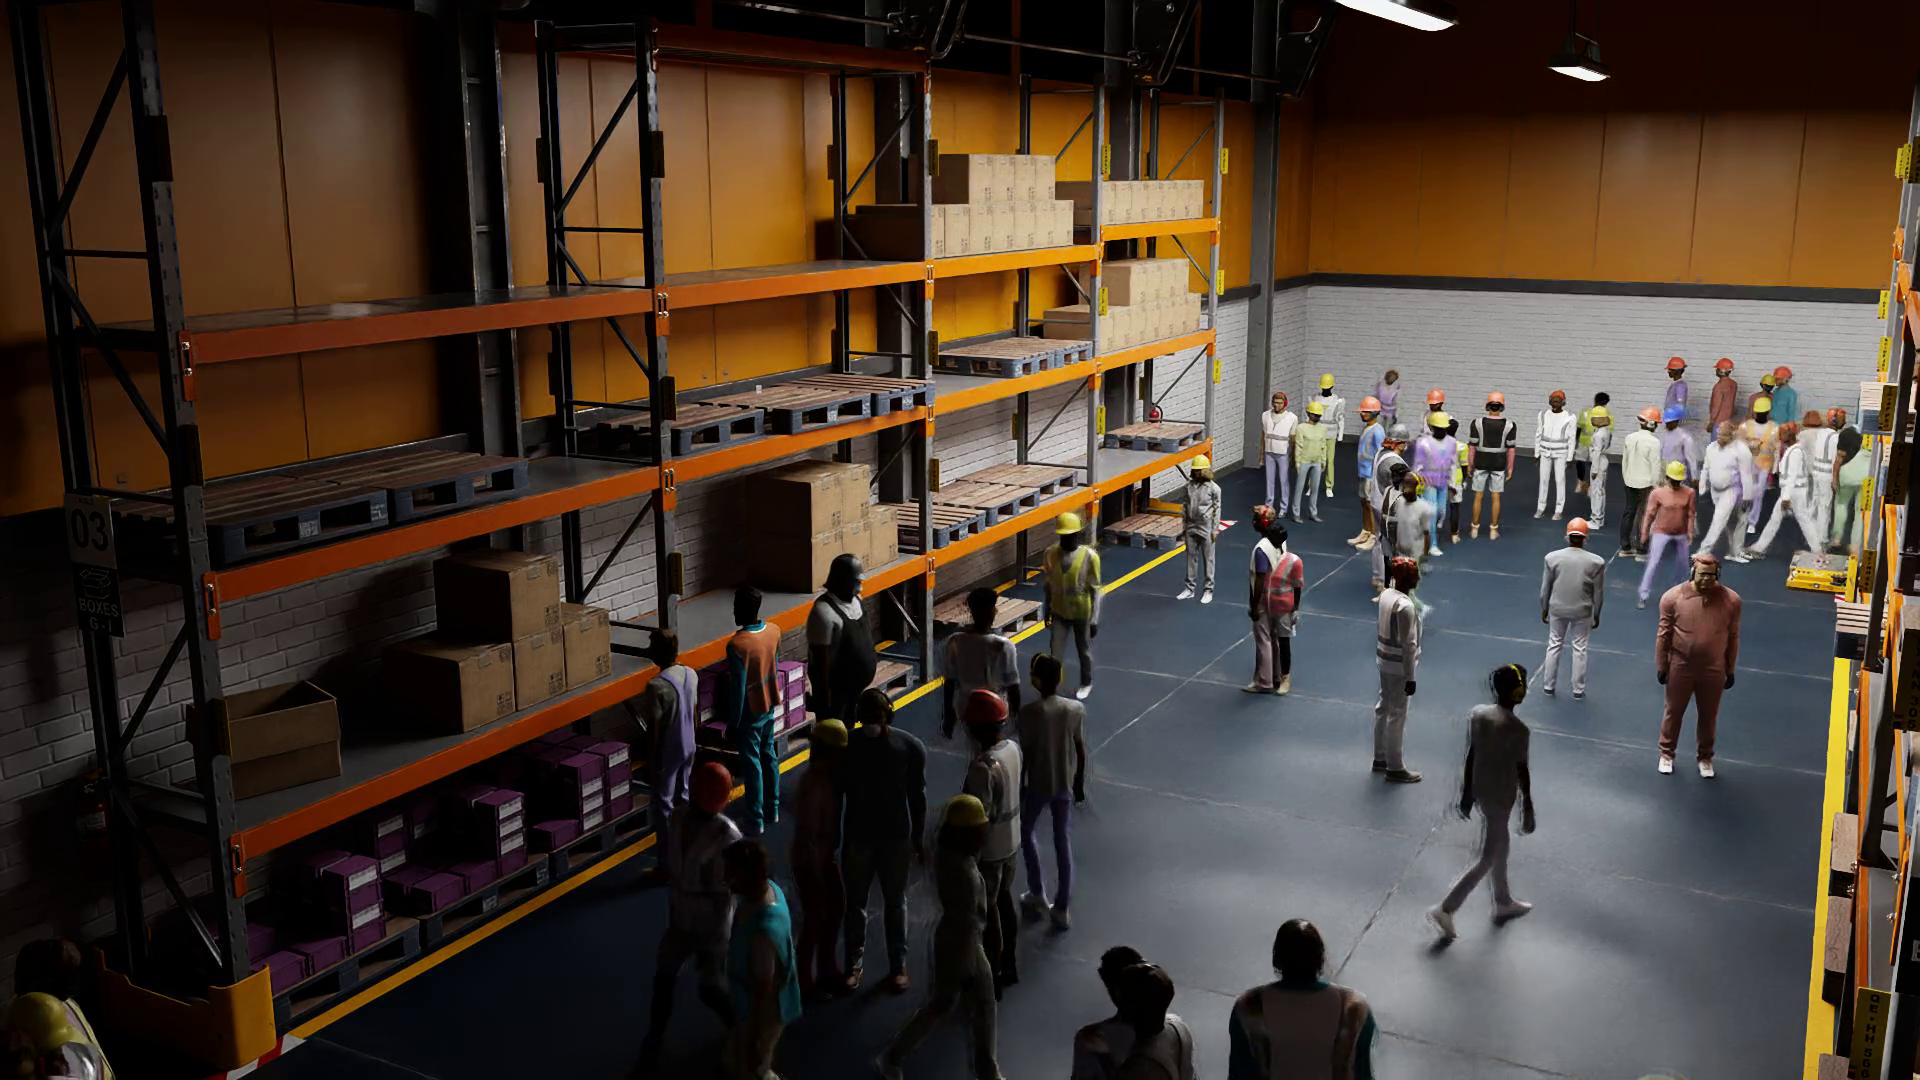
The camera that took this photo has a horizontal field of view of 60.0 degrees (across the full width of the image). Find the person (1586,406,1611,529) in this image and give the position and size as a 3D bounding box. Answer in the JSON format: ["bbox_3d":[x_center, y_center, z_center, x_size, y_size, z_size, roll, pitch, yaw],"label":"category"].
[{"bbox_3d":[8.937,-1.020,23.374,0.321,1.737,0.483,7,15,30],"label":"person"}]

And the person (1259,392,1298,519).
[{"bbox_3d":[4.618,-1.237,24.115,0.559,1.836,0.394,10,16,38],"label":"person"}]

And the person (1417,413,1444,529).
[{"bbox_3d":[6.599,-0.950,23.265,0.515,1.640,0.315,-2,13,-9],"label":"person"}]

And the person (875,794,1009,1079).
[{"bbox_3d":[-0.068,2.208,8.979,0.722,1.720,0.495,-6,14,-25],"label":"person"}]

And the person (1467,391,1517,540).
[{"bbox_3d":[7.233,-1.010,22.669,0.611,2.030,0.410,4,13,15],"label":"person"}]

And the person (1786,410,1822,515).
[{"bbox_3d":[12.245,-1.070,23.930,0.512,1.589,0.876,-2,13,-8],"label":"person"}]

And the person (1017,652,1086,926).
[{"bbox_3d":[0.582,1.645,11.186,0.569,1.839,0.665,-5,13,-20],"label":"person"}]

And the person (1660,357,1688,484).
[{"bbox_3d":[11.435,-1.920,26.701,0.371,2.041,0.615,4,13,16],"label":"person"}]

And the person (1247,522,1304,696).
[{"bbox_3d":[3.013,0.652,15.965,0.540,1.695,0.317,8,15,30],"label":"person"}]

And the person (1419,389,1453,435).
[{"bbox_3d":[6.758,-1.202,23.750,0.386,1.929,0.543,-10,16,-37],"label":"person"}]

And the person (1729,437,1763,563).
[{"bbox_3d":[10.083,-0.519,21.361,0.324,1.631,0.519,7,14,28],"label":"person"}]

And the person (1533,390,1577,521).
[{"bbox_3d":[8.557,-1.224,23.952,0.578,1.880,0.351,11,16,39],"label":"person"}]

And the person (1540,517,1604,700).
[{"bbox_3d":[5.837,0.647,15.882,0.569,1.744,0.350,7,14,28],"label":"person"}]

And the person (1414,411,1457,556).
[{"bbox_3d":[6.206,-0.779,21.895,0.599,1.904,0.689,-4,13,-19],"label":"person"}]

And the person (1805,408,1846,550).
[{"bbox_3d":[11.550,-0.825,22.155,0.359,1.884,0.573,1,13,3],"label":"person"}]

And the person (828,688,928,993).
[{"bbox_3d":[-0.514,1.825,10.168,0.638,1.937,0.357,0,13,-1],"label":"person"}]

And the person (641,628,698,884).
[{"bbox_3d":[-2.047,1.519,11.784,0.350,1.835,0.519,7,14,28],"label":"person"}]

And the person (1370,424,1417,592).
[{"bbox_3d":[5.183,-0.392,19.865,0.535,2.000,0.685,-1,13,-4],"label":"person"}]

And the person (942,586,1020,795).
[{"bbox_3d":[0.142,1.301,12.574,0.603,1.925,1.003,9,16,35],"label":"person"}]

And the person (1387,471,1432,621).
[{"bbox_3d":[4.864,0.154,17.866,0.496,1.846,0.543,-6,14,-25],"label":"person"}]

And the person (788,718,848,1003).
[{"bbox_3d":[-0.844,1.939,10.124,0.371,1.728,0.556,3,13,15],"label":"person"}]

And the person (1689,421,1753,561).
[{"bbox_3d":[9.761,-0.606,21.275,0.986,1.841,0.656,-4,13,-19],"label":"person"}]

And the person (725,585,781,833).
[{"bbox_3d":[-1.569,1.282,12.644,0.392,1.920,0.593,6,14,25],"label":"person"}]

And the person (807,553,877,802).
[{"bbox_3d":[-0.919,1.076,13.290,0.536,2.000,0.703,6,14,26],"label":"person"}]

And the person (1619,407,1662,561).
[{"bbox_3d":[8.811,-0.722,21.469,0.393,1.985,0.611,-5,13,-21],"label":"person"}]

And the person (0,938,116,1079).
[{"bbox_3d":[-3.818,2.563,7.098,0.429,1.839,0.623,-5,14,-23],"label":"person"}]

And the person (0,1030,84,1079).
[{"bbox_3d":[-3.701,2.702,6.565,0.579,1.808,0.870,-11,17,-41],"label":"person"}]

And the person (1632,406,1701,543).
[{"bbox_3d":[9.635,-0.886,22.425,1.009,1.901,0.631,-2,13,-11],"label":"person"}]

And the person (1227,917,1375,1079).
[{"bbox_3d":[1.467,2.540,7.231,0.631,1.823,0.737,3,13,11],"label":"person"}]

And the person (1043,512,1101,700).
[{"bbox_3d":[1.038,0.655,15.557,0.601,1.880,0.974,6,14,24],"label":"person"}]

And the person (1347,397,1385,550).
[{"bbox_3d":[5.401,-0.883,22.058,0.373,2.043,0.615,-1,13,-5],"label":"person"}]

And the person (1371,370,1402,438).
[{"bbox_3d":[7.345,-2.158,28.802,0.562,1.573,0.853,4,13,17],"label":"person"}]

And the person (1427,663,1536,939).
[{"bbox_3d":[3.487,1.707,10.960,0.929,1.825,0.520,-6,14,-24],"label":"person"}]

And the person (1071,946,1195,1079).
[{"bbox_3d":[0.769,2.606,7.343,0.568,1.636,0.873,-3,13,-14],"label":"person"}]

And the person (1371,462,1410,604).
[{"bbox_3d":[5.021,-0.058,19.145,0.318,1.698,0.534,-7,14,-29],"label":"person"}]

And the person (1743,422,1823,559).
[{"bbox_3d":[10.632,-0.598,21.278,1.021,1.832,0.650,4,13,17],"label":"person"}]

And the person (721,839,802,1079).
[{"bbox_3d":[-0.976,2.321,8.178,0.447,1.829,0.586,-2,13,-8],"label":"person"}]

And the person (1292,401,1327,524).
[{"bbox_3d":[5.004,-1.105,23.703,0.530,1.761,0.340,-5,13,-19],"label":"person"}]

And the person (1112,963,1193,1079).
[{"bbox_3d":[0.767,2.609,6.867,0.329,1.844,0.518,8,15,30],"label":"person"}]

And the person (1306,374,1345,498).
[{"bbox_3d":[5.607,-1.609,25.593,0.585,1.918,0.379,4,13,17],"label":"person"}]

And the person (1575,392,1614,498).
[{"bbox_3d":[9.697,-1.453,25.452,0.566,1.659,0.508,6,14,25],"label":"person"}]

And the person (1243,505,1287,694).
[{"bbox_3d":[2.979,0.569,16.031,0.380,1.836,0.565,7,14,28],"label":"person"}]

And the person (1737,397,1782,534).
[{"bbox_3d":[11.072,-1.046,23.097,0.586,1.910,0.479,8,15,32],"label":"person"}]

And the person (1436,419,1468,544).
[{"bbox_3d":[6.578,-0.794,22.463,0.537,1.693,0.320,7,15,30],"label":"person"}]

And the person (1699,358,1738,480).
[{"bbox_3d":[12.312,-1.951,26.942,0.611,1.997,0.375,-11,16,-39],"label":"person"}]

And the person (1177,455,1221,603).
[{"bbox_3d":[2.792,-0.131,19.367,0.487,1.744,0.312,10,16,38],"label":"person"}]

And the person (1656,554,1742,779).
[{"bbox_3d":[6.103,1.041,13.785,0.636,1.900,0.399,3,13,12],"label":"person"}]

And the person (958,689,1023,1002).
[{"bbox_3d":[0.169,1.843,10.114,0.388,1.930,0.544,6,14,25],"label":"person"}]

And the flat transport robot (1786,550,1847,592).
[{"bbox_3d":[10.579,0.372,20.440,0.652,0.197,1.431,7,14,29],"label":"flat transport robot"}]

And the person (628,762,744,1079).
[{"bbox_3d":[-1.459,2.100,9.118,0.610,1.871,0.633,11,17,41],"label":"person"}]

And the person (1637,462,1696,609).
[{"bbox_3d":[8.168,-0.065,19.147,0.737,1.718,0.499,0,13,2],"label":"person"}]

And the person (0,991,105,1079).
[{"bbox_3d":[-3.647,2.659,6.694,0.403,1.826,0.593,7,15,30],"label":"person"}]

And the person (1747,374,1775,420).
[{"bbox_3d":[12.953,-1.807,26.835,0.524,1.762,0.339,-1,13,-4],"label":"person"}]

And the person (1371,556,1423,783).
[{"bbox_3d":[3.624,1.057,13.737,0.356,1.882,0.574,-2,13,-9],"label":"person"}]
